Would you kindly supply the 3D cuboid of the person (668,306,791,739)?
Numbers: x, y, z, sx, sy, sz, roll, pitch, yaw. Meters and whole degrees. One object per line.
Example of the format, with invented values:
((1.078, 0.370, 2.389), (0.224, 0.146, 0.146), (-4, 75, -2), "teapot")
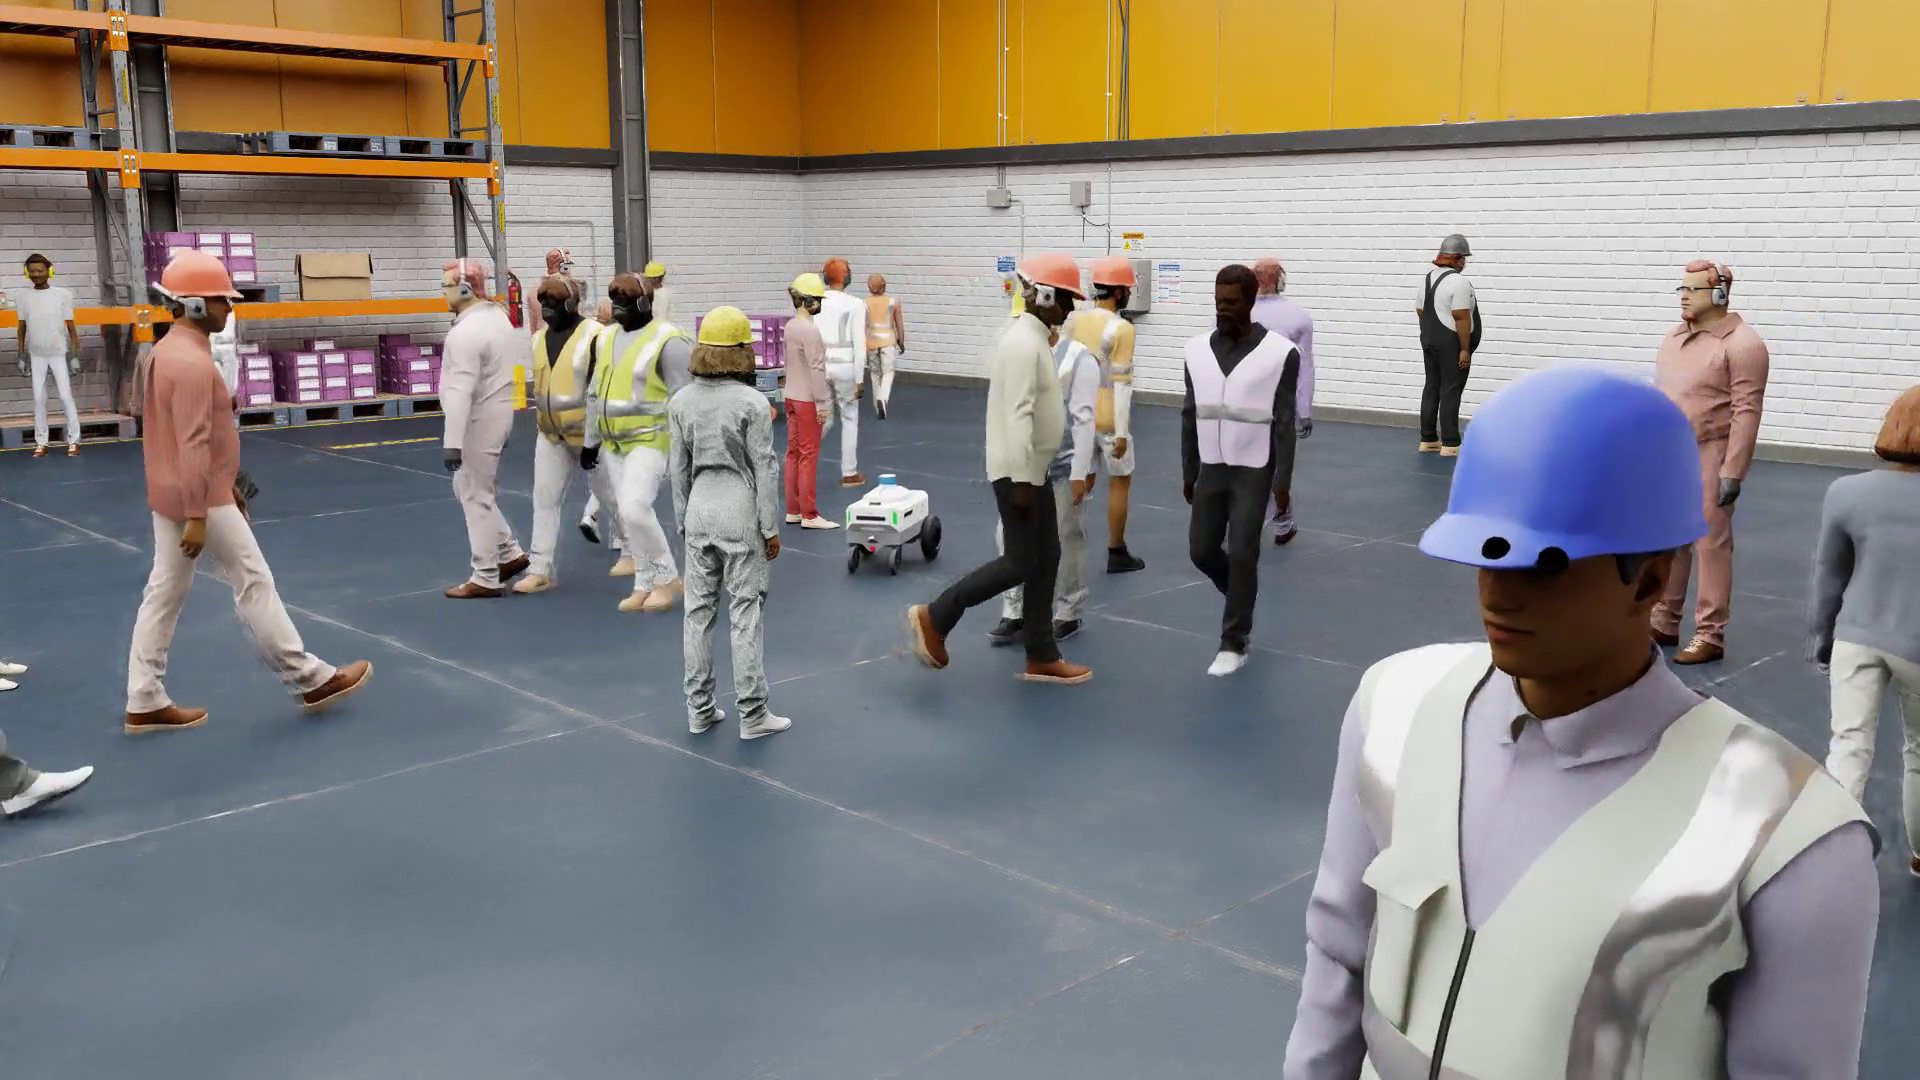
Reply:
((-0.933, -0.066, 6.719), (0.487, 1.744, 0.297), (5, 11, 24), "person")

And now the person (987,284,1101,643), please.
((0.387, -0.364, 8.141), (0.620, 1.805, 0.630), (7, 13, 35), "person")

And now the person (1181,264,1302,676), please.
((1.314, -0.336, 7.779), (0.595, 1.900, 0.574), (8, 13, 36), "person")

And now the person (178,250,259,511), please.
((-5.352, -1.089, 11.810), (0.564, 1.918, 0.405), (10, 14, 42), "person")

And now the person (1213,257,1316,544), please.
((1.965, -0.868, 10.710), (0.673, 1.872, 0.878), (3, 11, 18), "person")

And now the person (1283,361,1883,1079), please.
((0.689, 0.745, 1.855), (0.950, 1.915, 0.598), (-6, 12, -31), "person")

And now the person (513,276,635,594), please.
((-2.197, -0.622, 9.636), (0.626, 1.800, 0.950), (5, 12, 25), "person")

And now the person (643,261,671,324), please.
((-3.452, -2.418, 19.603), (0.791, 1.733, 0.515), (-6, 12, -30), "person")

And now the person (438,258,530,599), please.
((-2.690, -0.604, 9.221), (0.417, 1.893, 0.678), (0, 10, 1), "person")

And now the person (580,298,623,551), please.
((-2.196, -0.731, 10.671), (0.531, 1.630, 0.358), (7, 13, 34), "person")

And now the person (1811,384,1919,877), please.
((2.827, 0.323, 4.991), (0.872, 1.581, 0.519), (-10, 15, -44), "person")

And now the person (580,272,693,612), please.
((-1.735, -0.507, 8.897), (0.624, 1.827, 0.451), (9, 14, 42), "person")

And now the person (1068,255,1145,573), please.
((0.767, -0.715, 9.791), (0.790, 1.913, 0.558), (-8, 13, -37), "person")

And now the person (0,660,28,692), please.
((-4.416, -0.204, 7.429), (0.322, 1.761, 0.522), (-4, 11, -20), "person")

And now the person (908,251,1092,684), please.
((0.199, -0.310, 7.473), (0.754, 1.955, 0.649), (2, 11, 11), "person")

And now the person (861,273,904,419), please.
((-0.892, -2.150, 18.436), (0.519, 1.607, 0.736), (1, 10, 6), "person")

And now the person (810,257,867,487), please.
((-1.056, -1.313, 13.227), (0.577, 1.862, 0.712), (5, 12, 27), "person")

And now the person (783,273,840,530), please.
((-1.051, -0.955, 11.511), (0.315, 1.766, 0.523), (-6, 12, -28), "person")

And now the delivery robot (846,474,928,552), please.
((-0.441, -0.160, 10.215), (0.477, 0.478, 0.707), (3, 11, 15), "delivery robot")

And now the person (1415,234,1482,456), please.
((4.550, -1.804, 15.383), (0.539, 2.000, 0.688), (-3, 11, -17), "person")

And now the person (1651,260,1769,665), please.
((3.488, -0.371, 7.934), (0.407, 1.908, 0.641), (-3, 11, -18), "person")

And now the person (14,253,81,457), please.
((-8.336, -1.679, 15.208), (0.511, 1.860, 0.318), (-2, 11, -12), "person")

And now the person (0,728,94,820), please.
((-3.493, 0.100, 5.455), (1.005, 1.868, 0.615), (-7, 12, -33), "person")

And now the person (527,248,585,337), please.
((-3.540, -1.643, 14.864), (0.638, 1.911, 0.406), (7, 13, 35), "person")

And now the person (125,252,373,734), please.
((-3.014, -0.193, 6.852), (0.995, 1.946, 0.615), (-8, 13, -39), "person")
